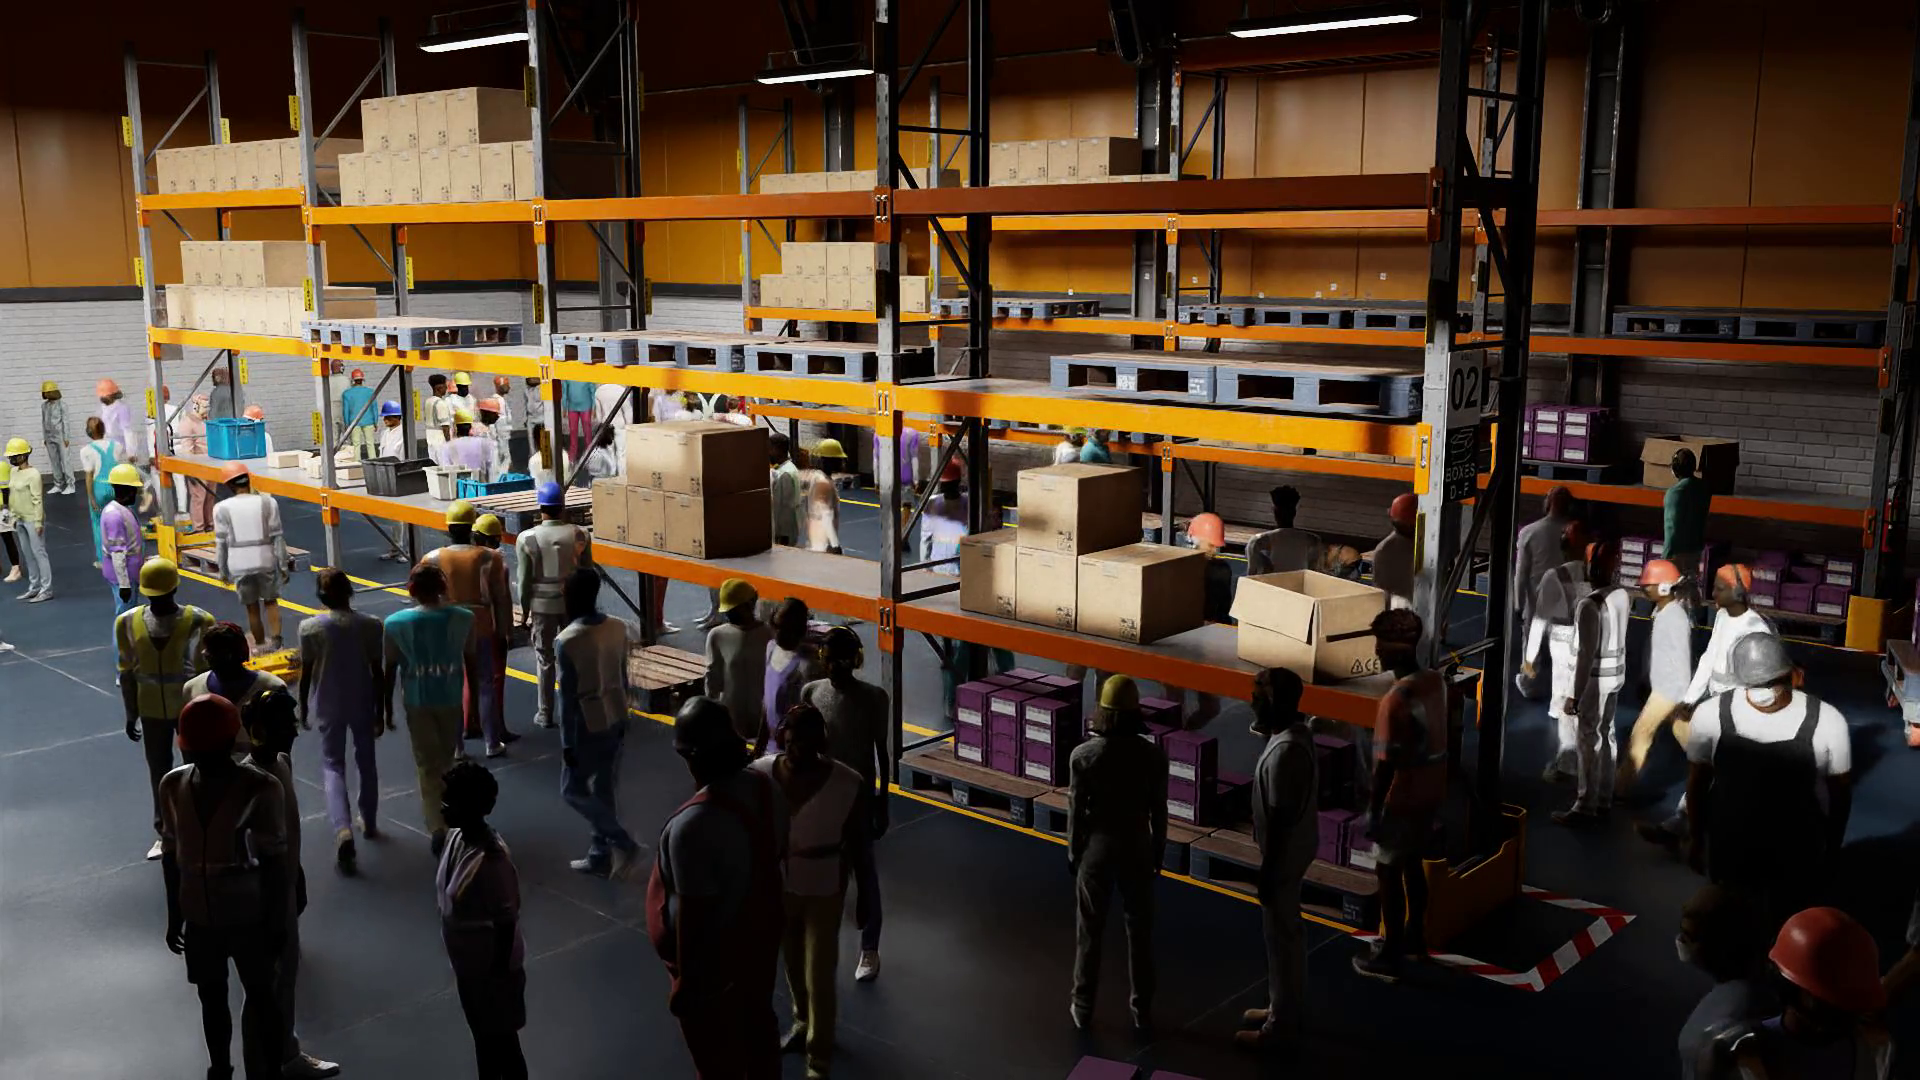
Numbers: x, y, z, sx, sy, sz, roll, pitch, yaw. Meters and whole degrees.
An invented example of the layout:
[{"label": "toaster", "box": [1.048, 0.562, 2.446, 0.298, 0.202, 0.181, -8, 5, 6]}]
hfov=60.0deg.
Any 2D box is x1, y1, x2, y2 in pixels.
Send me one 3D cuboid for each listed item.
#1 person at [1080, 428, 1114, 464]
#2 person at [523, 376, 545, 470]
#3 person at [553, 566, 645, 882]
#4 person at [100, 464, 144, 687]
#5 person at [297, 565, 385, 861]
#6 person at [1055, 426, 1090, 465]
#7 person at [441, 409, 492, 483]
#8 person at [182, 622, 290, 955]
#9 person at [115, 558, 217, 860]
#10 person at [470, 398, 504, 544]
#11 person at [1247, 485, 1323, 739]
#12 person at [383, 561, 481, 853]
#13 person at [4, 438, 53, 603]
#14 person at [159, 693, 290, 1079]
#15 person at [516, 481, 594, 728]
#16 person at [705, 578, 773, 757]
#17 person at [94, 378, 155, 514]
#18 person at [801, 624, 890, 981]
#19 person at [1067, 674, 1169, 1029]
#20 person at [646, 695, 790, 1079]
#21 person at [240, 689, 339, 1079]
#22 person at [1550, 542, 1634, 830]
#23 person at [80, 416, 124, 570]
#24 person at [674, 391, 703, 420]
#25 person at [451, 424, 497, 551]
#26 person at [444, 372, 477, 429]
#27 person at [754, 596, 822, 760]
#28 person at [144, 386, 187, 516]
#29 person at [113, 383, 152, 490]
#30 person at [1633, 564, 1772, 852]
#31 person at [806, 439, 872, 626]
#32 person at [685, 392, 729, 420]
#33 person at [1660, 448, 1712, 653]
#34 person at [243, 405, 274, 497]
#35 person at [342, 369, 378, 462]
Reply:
[{"label": "person", "box": [1.547, -0.425, 18.521, 0.398, 1.898, 0.678, 3, 10, 15]}, {"label": "person", "box": [-7.172, -2.038, 28.104, 0.491, 1.728, 0.324, 4, 11, 22]}, {"label": "person", "box": [-2.120, 1.101, 9.841, 0.532, 1.907, 0.591, 5, 11, 28]}, {"label": "person", "box": [-7.165, 0.300, 14.325, 0.376, 1.922, 0.593, -4, 11, -21]}, {"label": "person", "box": [-3.815, 1.065, 10.339, 0.518, 1.808, 0.819, -6, 12, -29]}, {"label": "person", "box": [1.247, -0.517, 19.254, 0.512, 1.813, 0.646, -1, 10, -4]}, {"label": "person", "box": [-5.655, -0.544, 19.089, 0.588, 1.927, 0.365, -8, 13, -40]}, {"label": "person", "box": [-3.802, 1.319, 8.832, 0.560, 1.837, 0.392, 1, 10, 3]}, {"label": "person", "box": [-4.840, 1.038, 10.211, 0.586, 1.908, 0.424, -1, 10, -8]}, {"label": "person", "box": [-5.944, -0.814, 20.672, 0.595, 1.905, 0.618, 0, 10, -1]}, {"label": "person", "box": [2.472, 0.554, 12.772, 0.617, 1.963, 0.361, -1, 10, -7]}, {"label": "person", "box": [-3.331, 1.034, 10.521, 0.601, 1.800, 0.946, -5, 11, -26]}, {"label": "person", "box": [-9.919, -0.209, 17.678, 0.524, 1.761, 0.339, 7, 12, 33]}, {"label": "person", "box": [-3.125, 1.582, 7.075, 0.543, 1.929, 0.387, 1, 10, 5]}, {"label": "person", "box": [-3.168, 0.510, 13.071, 0.605, 1.949, 0.384, -5, 11, -26]}, {"label": "person", "box": [-1.255, 1.082, 10.428, 0.675, 1.746, 0.392, 0, 10, -2]}, {"label": "person", "box": [-11.524, -1.244, 22.824, 0.661, 2.007, 0.686, 5, 11, 28]}, {"label": "person", "box": [-0.600, 1.345, 8.596, 0.505, 1.863, 0.333, 3, 11, 17]}, {"label": "person", "box": [0.757, 1.505, 8.061, 0.486, 1.735, 0.338, 0, 10, -2]}, {"label": "person", "box": [-0.988, 1.602, 6.631, 0.536, 2.000, 0.683, 4, 11, 23]}, {"label": "person", "box": [-3.027, 1.568, 7.347, 0.333, 1.860, 0.510, 1, 10, 4]}, {"label": "person", "box": [4.120, 0.942, 10.815, 0.574, 1.882, 0.356, -10, 14, -43]}, {"label": "person", "box": [-9.878, -0.530, 19.304, 0.728, 1.827, 0.519, 8, 13, 38]}, {"label": "person", "box": [-3.785, -1.210, 23.202, 0.525, 1.821, 0.995, -9, 13, -41]}, {"label": "person", "box": [-5.747, -0.516, 19.544, 0.660, 1.704, 0.589, 0, 10, -1]}, {"label": "person", "box": [-7.352, -1.526, 24.637, 0.382, 1.928, 0.587, 6, 12, 31]}, {"label": "person", "box": [-0.989, 1.186, 9.616, 0.472, 1.813, 0.589, -4, 11, -24]}, {"label": "person", "box": [-11.058, -1.229, 23.204, 0.645, 1.842, 0.590, 7, 12, 35]}, {"label": "person", "box": [-12.812, -1.582, 25.544, 0.621, 1.722, 0.503, -3, 10, -14]}, {"label": "person", "box": [4.731, 1.053, 10.317, 0.962, 1.829, 0.563, 2, 10, 9]}, {"label": "person", "box": [-1.206, -0.050, 16.391, 0.895, 1.886, 0.606, 0, 10, -1]}, {"label": "person", "box": [-3.598, -1.456, 23.924, 0.683, 2.000, 0.538, -1, 10, -7]}, {"label": "person", "box": [6.646, 0.118, 15.328, 0.627, 1.935, 0.371, -8, 13, -38]}, {"label": "person", "box": [-8.984, -0.845, 21.281, 0.560, 1.752, 0.324, 3, 10, 15]}, {"label": "person", "box": [-9.938, -1.963, 27.588, 0.565, 1.755, 0.322, -6, 11, -29]}]
